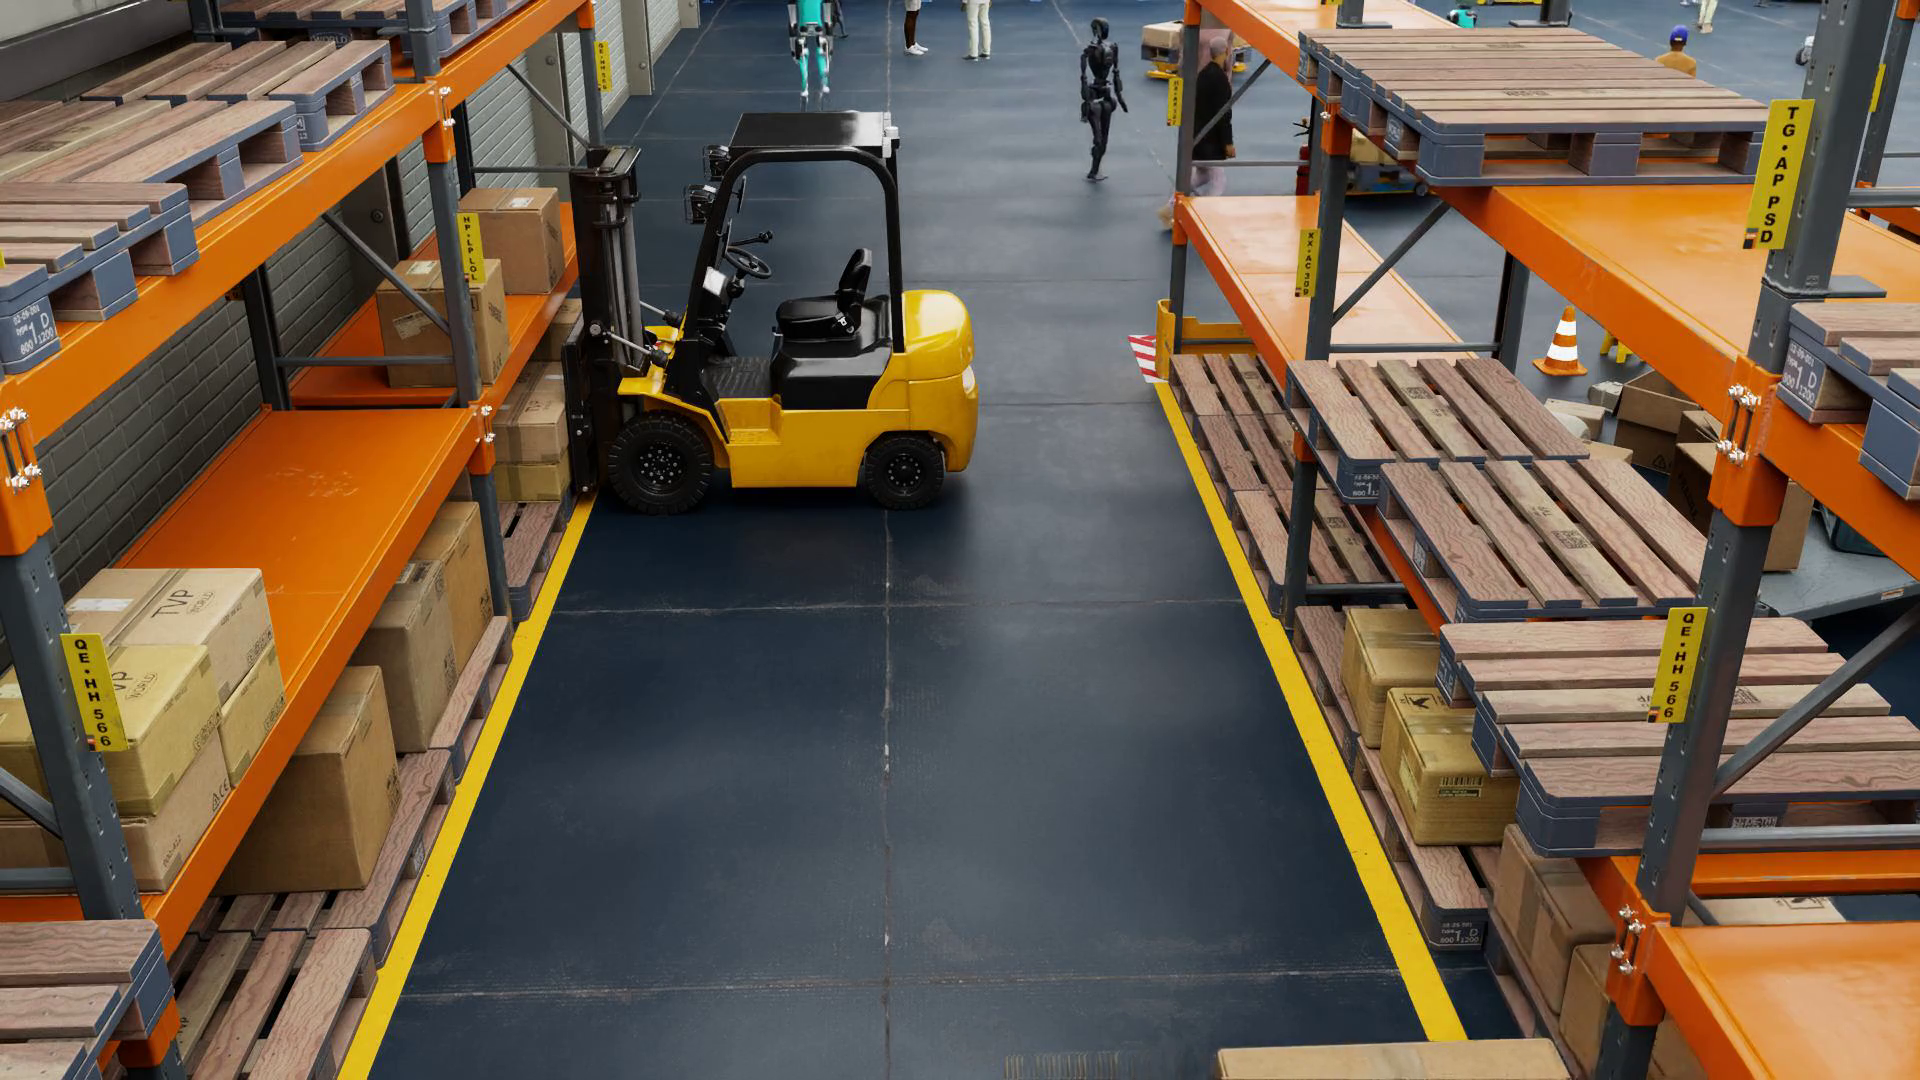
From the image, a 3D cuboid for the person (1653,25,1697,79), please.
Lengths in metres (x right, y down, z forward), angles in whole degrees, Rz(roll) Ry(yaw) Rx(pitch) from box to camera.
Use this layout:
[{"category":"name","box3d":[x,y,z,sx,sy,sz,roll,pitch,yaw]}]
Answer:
[{"category":"person","box3d":[7.093,-4.276,16.668,0.462,1.713,0.388,14,29,27]}]

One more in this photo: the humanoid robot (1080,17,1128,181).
[{"category":"humanoid robot","box3d":[1.507,-4.617,17.432,0.601,1.654,0.396,-20,32,-36]}]

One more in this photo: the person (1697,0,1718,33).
[{"category":"person","box3d":[12.225,-9.162,26.831,0.585,1.870,0.558,-23,34,-40]}]

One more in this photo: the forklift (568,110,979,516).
[{"category":"forklift","box3d":[-1.043,-1.379,9.976,2.313,2.155,1.214,-1,25,-2]}]

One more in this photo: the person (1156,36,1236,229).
[{"category":"person","box3d":[2.217,-3.639,15.183,0.680,1.837,0.673,0,25,1]}]

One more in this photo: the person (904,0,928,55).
[{"category":"person","box3d":[-0.696,-8.254,24.875,0.370,1.898,0.555,5,26,11]}]

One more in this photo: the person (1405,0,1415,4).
[{"category":"person","box3d":[6.829,-8.460,25.387,0.387,1.837,0.561,22,33,38]}]

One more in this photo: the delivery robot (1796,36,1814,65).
[{"category":"delivery robot","box3d":[12.533,-7.108,24.040,0.813,0.610,0.499,-14,29,-28]}]

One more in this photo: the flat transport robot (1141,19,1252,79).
[{"category":"flat transport robot","box3d":[3.326,-6.646,23.379,0.659,0.231,1.431,23,34,40]}]

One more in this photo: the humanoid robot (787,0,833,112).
[{"category":"humanoid robot","box3d":[-1.757,-5.806,19.901,0.543,1.818,0.660,-4,26,-9]}]

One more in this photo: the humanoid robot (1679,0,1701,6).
[{"category":"humanoid robot","box3d":[13.188,-10.402,29.554,0.545,1.744,0.679,-5,26,-11]}]

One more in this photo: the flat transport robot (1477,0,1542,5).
[{"category":"flat transport robot","box3d":[9.844,-9.879,30.224,1.431,0.231,0.659,-1,25,-1]}]

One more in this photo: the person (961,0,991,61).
[{"category":"person","box3d":[0.234,-7.940,24.377,0.561,1.751,0.340,-19,31,-34]}]

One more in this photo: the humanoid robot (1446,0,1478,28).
[{"category":"humanoid robot","box3d":[5.714,-5.048,18.359,0.558,1.818,0.877,-20,32,-36]}]

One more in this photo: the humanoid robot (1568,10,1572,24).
[{"category":"humanoid robot","box3d":[6.527,-4.963,18.160,0.586,1.646,0.390,-5,26,-10]}]

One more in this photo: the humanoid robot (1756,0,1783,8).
[{"category":"humanoid robot","box3d":[14.511,-10.297,29.465,0.424,1.652,0.616,17,30,32]}]

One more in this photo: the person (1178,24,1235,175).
[{"category":"person","box3d":[2.585,-4.800,17.516,0.628,1.939,0.373,-8,26,-16]}]

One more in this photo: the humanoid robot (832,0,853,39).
[{"category":"humanoid robot","box3d":[-1.865,-8.771,26.259,0.718,1.636,0.601,20,32,36]}]

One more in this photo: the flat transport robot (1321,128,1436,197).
[{"category":"flat transport robot","box3d":[4.343,-3.708,17.156,1.431,0.231,0.659,-4,26,-8]}]
